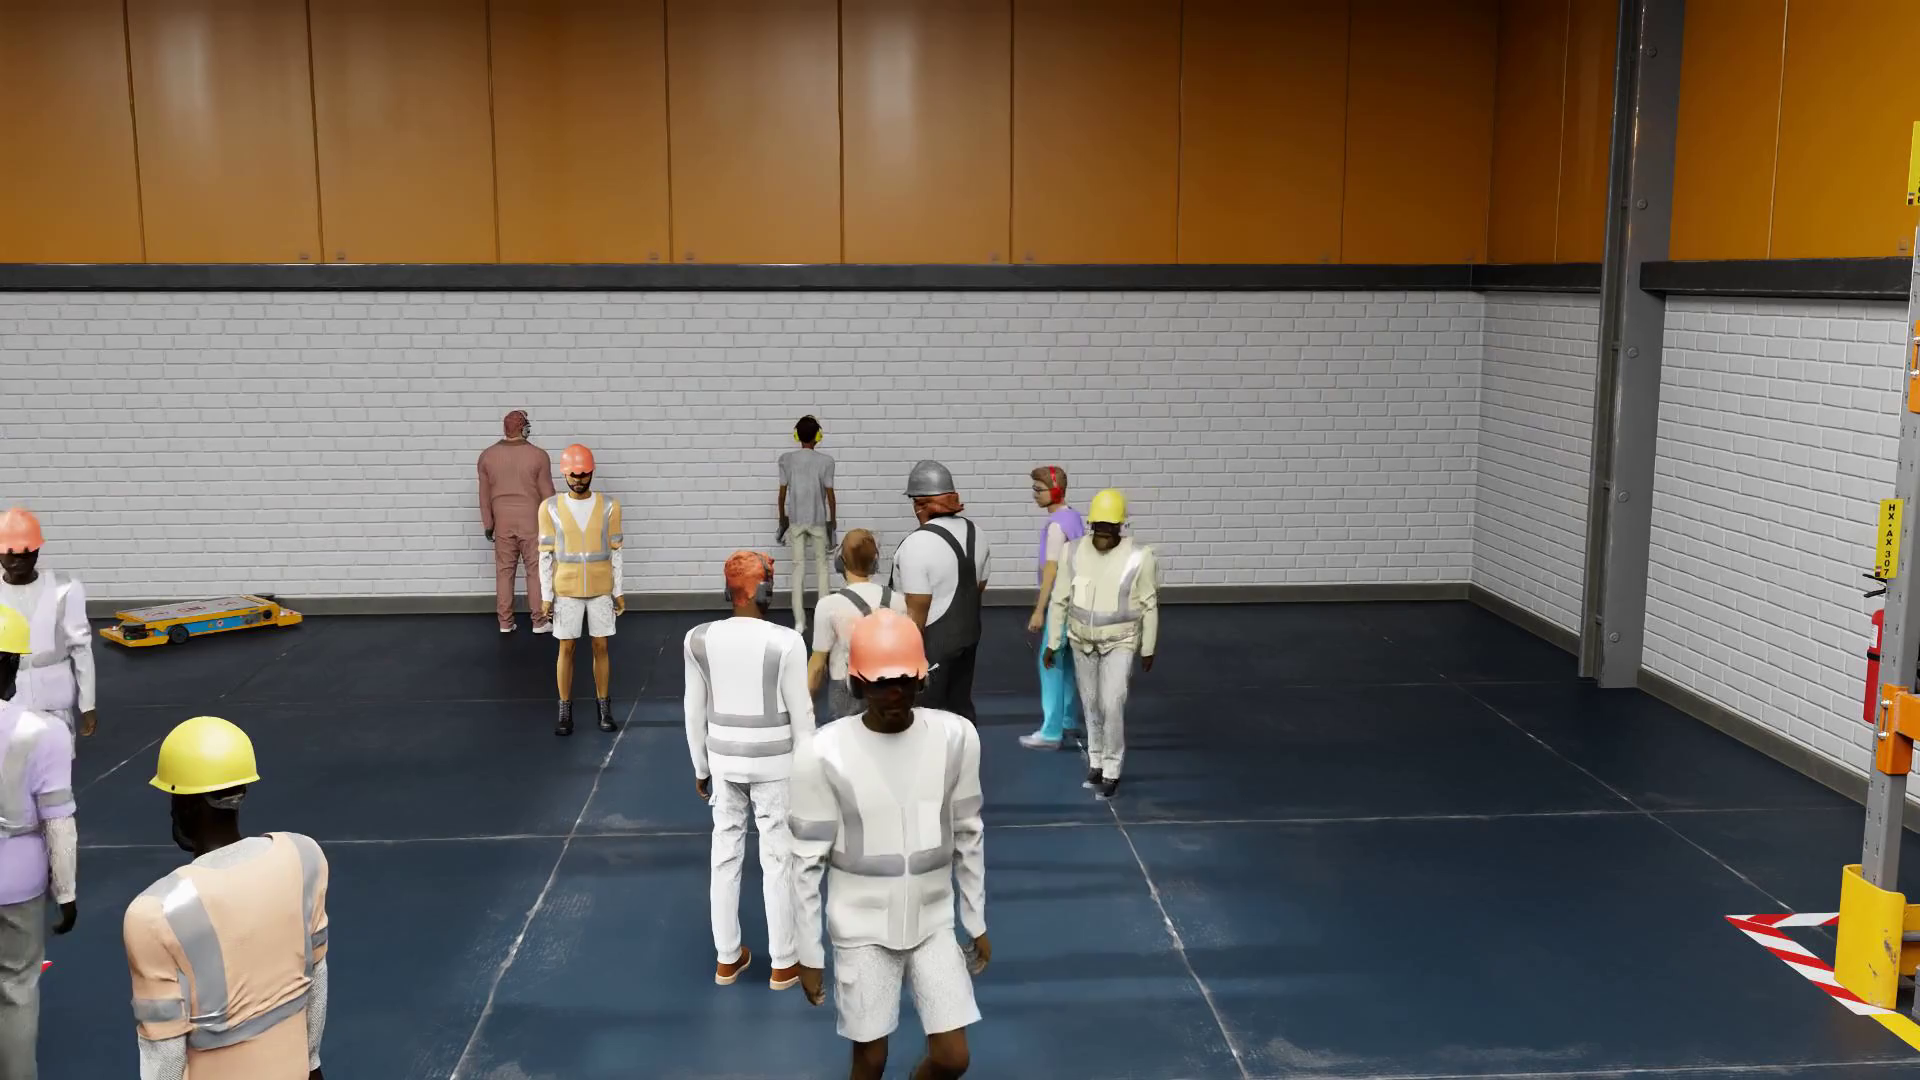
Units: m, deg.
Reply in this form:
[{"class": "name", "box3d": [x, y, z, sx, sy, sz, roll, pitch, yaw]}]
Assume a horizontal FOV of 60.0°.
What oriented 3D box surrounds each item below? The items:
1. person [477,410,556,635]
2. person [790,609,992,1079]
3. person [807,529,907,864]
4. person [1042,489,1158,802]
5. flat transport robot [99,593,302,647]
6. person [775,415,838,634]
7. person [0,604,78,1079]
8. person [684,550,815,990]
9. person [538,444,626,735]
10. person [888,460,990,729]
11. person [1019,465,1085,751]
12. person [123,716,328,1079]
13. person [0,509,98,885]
[{"class": "person", "box3d": [-3.714, -0.139, 14.051, 0.656, 1.907, 0.403, 1, 9, 7]}, {"class": "person", "box3d": [-0.196, 1.207, 5.172, 0.652, 2.028, 0.429, -3, 10, -19]}, {"class": "person", "box3d": [-0.517, 0.836, 8.269, 0.494, 1.782, 0.982, -8, 12, -42]}, {"class": "person", "box3d": [0.800, 0.604, 9.654, 0.608, 1.803, 0.666, 4, 10, 25]}, {"class": "flat transport robot", "box3d": [-6.420, 0.664, 14.086, 0.652, 0.197, 1.431, 9, 12, 43]}, {"class": "person", "box3d": [-1.299, -0.134, 14.132, 0.554, 1.868, 0.403, 1, 9, 6]}, {"class": "person", "box3d": [-3.362, 1.184, 5.724, 0.627, 1.898, 0.608, -1, 9, -4]}, {"class": "person", "box3d": [-0.881, 0.975, 7.077, 0.573, 1.886, 0.353, 3, 9, 16]}, {"class": "person", "box3d": [-2.490, 0.326, 10.991, 0.553, 1.935, 0.363, -3, 9, -18]}, {"class": "person", "box3d": [-0.169, 0.562, 9.188, 0.537, 2.000, 0.689, 6, 11, 35]}, {"class": "person", "box3d": [0.637, 0.433, 10.672, 0.482, 1.830, 0.566, 1, 9, 4]}, {"class": "person", "box3d": [-1.876, 1.399, 4.290, 0.370, 1.927, 0.588, 4, 10, 22]}, {"class": "person", "box3d": [-4.499, 0.807, 8.084, 0.554, 1.906, 0.803, -6, 11, -34]}]
